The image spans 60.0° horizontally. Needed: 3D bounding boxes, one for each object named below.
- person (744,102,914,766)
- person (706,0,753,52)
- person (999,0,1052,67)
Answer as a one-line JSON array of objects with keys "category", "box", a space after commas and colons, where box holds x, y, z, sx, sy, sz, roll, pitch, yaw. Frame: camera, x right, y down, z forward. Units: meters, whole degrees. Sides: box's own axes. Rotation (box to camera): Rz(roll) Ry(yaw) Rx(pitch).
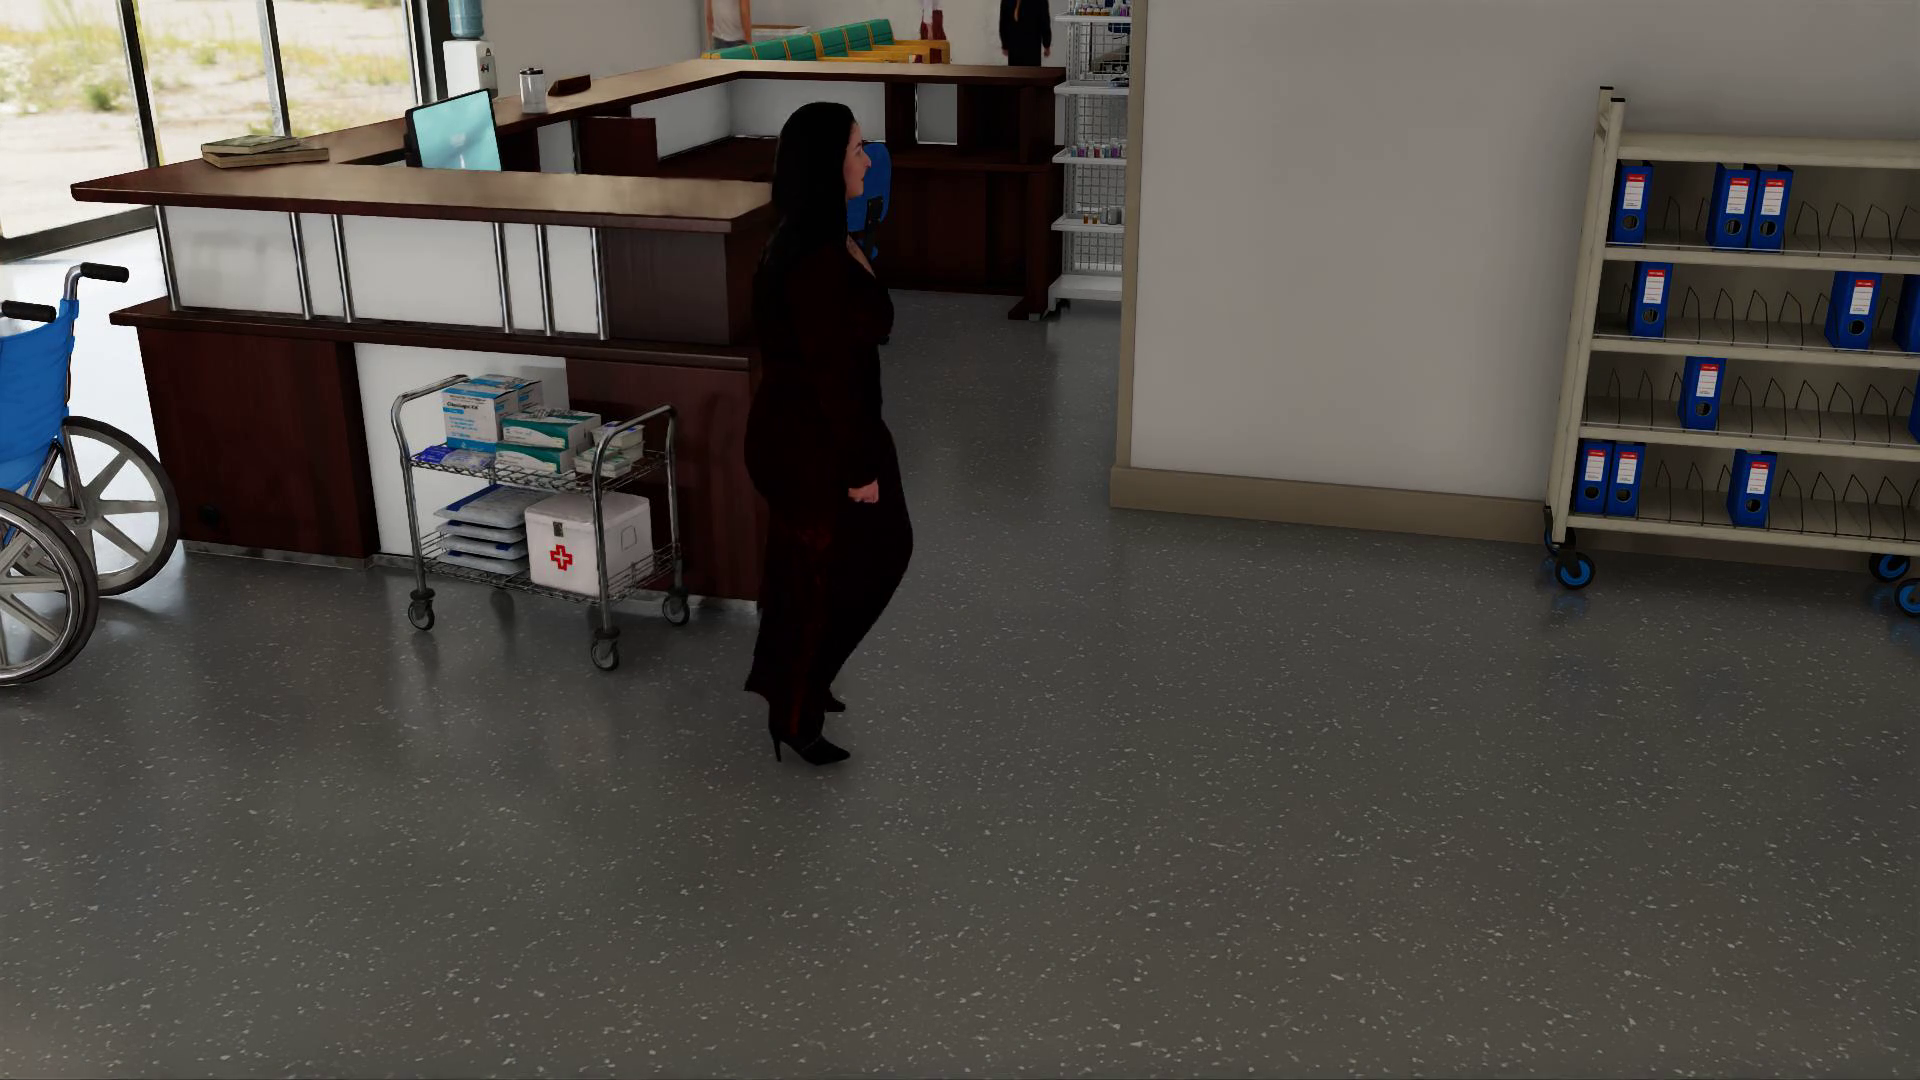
[{"category": "person", "box": [-0.453, -0.219, 4.265, 0.798, 1.749, 0.766, -1, 21, -3]}, {"category": "person", "box": [-2.273, -5.045, 16.827, 0.898, 1.877, 0.737, 6, 22, 15]}, {"category": "person", "box": [0.659, -5.008, 17.021, 0.542, 1.671, 0.738, 6, 22, 15]}]
